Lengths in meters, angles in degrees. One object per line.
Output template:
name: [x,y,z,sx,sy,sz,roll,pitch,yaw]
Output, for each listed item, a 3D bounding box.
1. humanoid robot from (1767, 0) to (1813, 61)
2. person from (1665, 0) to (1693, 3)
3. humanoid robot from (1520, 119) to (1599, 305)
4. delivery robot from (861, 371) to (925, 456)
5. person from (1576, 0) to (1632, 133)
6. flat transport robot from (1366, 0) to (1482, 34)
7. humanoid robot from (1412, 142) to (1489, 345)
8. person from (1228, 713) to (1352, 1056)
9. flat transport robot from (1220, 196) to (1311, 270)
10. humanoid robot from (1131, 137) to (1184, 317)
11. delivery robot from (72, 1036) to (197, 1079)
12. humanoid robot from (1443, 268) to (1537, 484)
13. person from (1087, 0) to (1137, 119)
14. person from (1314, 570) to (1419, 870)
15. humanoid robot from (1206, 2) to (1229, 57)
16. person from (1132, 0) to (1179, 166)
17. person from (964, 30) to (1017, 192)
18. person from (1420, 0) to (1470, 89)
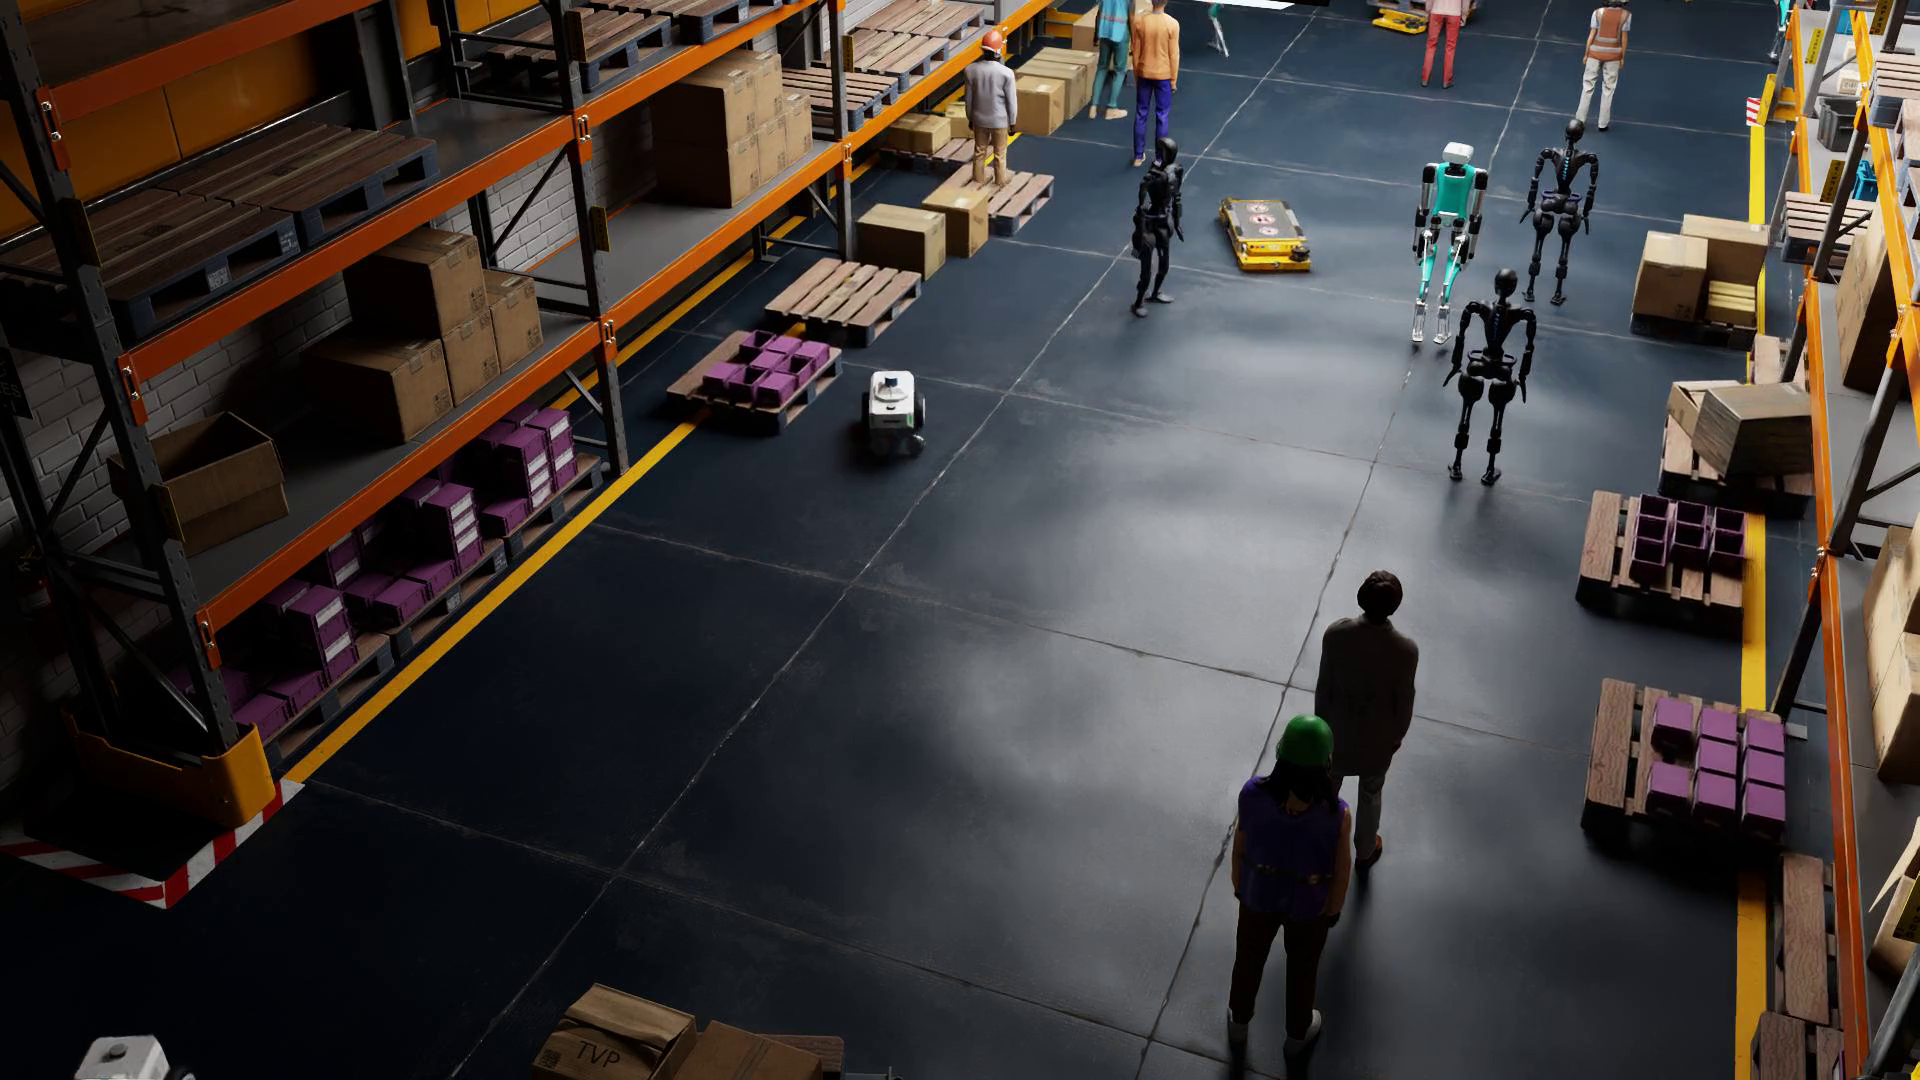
humanoid robot: [10.373,-6.782,20.612,0.533,1.677,0.735,12,35,18]
person: [10.238,-8.398,23.306,0.481,1.660,0.338,12,35,18]
humanoid robot: [5.322,-2.931,14.817,0.599,1.657,0.315,12,35,18]
delivery robot: [-0.513,-1.023,12.919,0.525,0.603,0.774,-1,33,-1]
person: [7.240,-5.425,18.675,0.434,1.689,0.311,12,35,18]
flat transport robot: [6.323,-7.200,22.735,1.431,0.231,0.659,-28,42,-36]
humanoid robot: [3.997,-2.396,13.824,0.533,1.677,0.735,12,35,18]
person: [1.489,1.602,7.584,0.529,1.929,0.410,12,35,18]
flat transport robot: [2.966,-2.999,16.233,0.659,0.231,1.431,-1,33,-1]
humanoid robot: [1.706,-2.754,14.559,0.607,1.630,0.396,-27,42,-35]
delivery robot: [-3.763,2.560,7.374,0.525,0.603,0.774,-1,33,-1]
humanoid robot: [3.855,-1.208,12.153,0.599,1.654,0.315,12,35,18]
person: [1.727,-5.712,18.994,0.572,1.843,0.505,23,39,31]
person: [2.092,0.950,8.684,0.502,1.833,0.366,12,35,18]
humanoid robot: [3.307,-7.015,21.114,0.572,1.767,0.949,-18,37,-25]
person: [2.069,-4.930,17.644,0.507,1.985,0.373,12,35,18]
person: [0.320,-4.271,16.833,0.558,1.751,0.324,12,35,18]
person: [5.848,-6.326,20.006,0.521,1.764,0.315,12,35,18]
